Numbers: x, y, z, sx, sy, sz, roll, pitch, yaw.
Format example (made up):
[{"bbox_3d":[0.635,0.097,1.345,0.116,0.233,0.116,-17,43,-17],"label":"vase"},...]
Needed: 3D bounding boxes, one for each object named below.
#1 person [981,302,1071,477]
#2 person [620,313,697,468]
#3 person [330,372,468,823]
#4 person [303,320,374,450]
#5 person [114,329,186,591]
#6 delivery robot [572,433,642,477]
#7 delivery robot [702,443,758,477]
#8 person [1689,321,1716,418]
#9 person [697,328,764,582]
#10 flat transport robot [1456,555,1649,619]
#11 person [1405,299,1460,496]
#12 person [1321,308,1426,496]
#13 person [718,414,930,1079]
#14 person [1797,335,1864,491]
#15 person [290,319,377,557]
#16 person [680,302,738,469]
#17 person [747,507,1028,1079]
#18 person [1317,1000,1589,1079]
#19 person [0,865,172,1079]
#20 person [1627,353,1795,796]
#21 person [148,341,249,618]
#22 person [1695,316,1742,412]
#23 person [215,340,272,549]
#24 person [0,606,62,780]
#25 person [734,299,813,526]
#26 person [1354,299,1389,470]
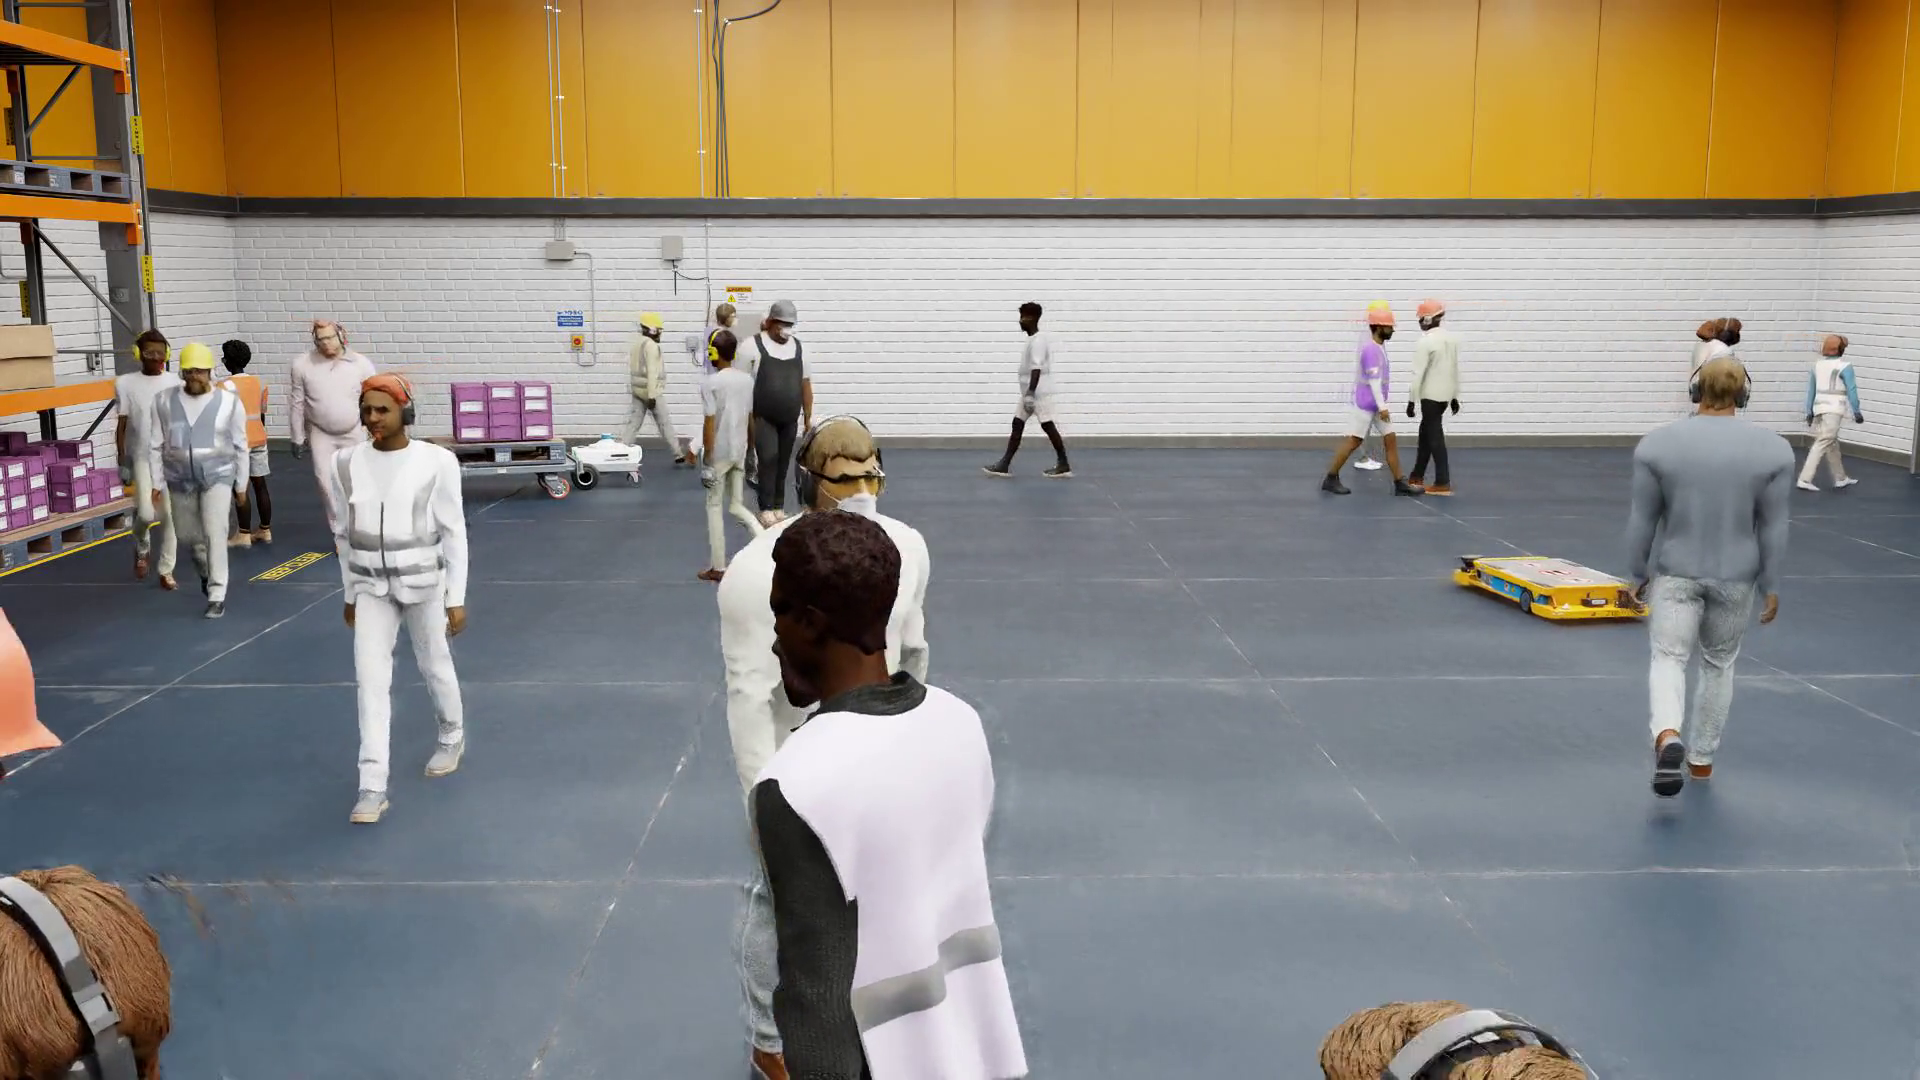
[{"bbox_3d":[0.764,-1.621,18.053,0.992,1.912,0.623,-1,9,-7],"label":"person"},{"bbox_3d":[-3.525,-1.693,18.929,0.973,1.768,0.597,-6,11,-34],"label":"person"},{"bbox_3d":[-2.380,0.198,7.139,0.591,1.839,0.970,0,9,2],"label":"person"},{"bbox_3d":[-5.343,-0.970,14.272,0.589,1.835,0.435,-5,10,-28],"label":"person"},{"bbox_3d":[-5.704,-0.571,11.807,0.494,1.851,0.498,-7,12,-37],"label":"person"},{"bbox_3d":[-3.662,-0.863,17.258,0.707,0.478,0.477,-2,9,-14],"label":"delivery robot"},{"bbox_3d":[-2.312,-0.858,17.231,0.707,0.478,0.477,0,9,-2],"label":"delivery robot"},{"bbox_3d":[9.130,-1.865,20.392,0.278,1.633,0.498,-1,9,-5],"label":"person"},{"bbox_3d":[-1.627,-0.585,11.908,0.671,1.850,0.513,8,12,39],"label":"person"},{"bbox_3d":[3.985,0.300,11.285,0.652,0.197,1.431,-1,9,-8],"label":"flat transport robot"},{"bbox_3d":[4.674,-1.443,16.811,0.640,1.956,0.871,-8,12,-42],"label":"person"},{"bbox_3d":[4.112,-1.367,16.596,1.012,1.890,0.548,5,10,28],"label":"person"},{"bbox_3d":[-0.273,0.627,4.302,0.690,1.895,0.939,-7,11,-36],"label":"person"},{"bbox_3d":[8.922,-1.292,17.000,0.834,1.595,0.518,-2,9,-10],"label":"person"},{"bbox_3d":[-4.875,-0.808,13.161,0.788,1.864,0.801,-4,10,-22],"label":"person"},{"bbox_3d":[-2.721,-1.697,18.550,0.813,1.910,0.645,-4,10,-21],"label":"person"},{"bbox_3d":[-0.216,0.889,2.739,0.839,1.880,0.643,5,10,28],"label":"person"},{"bbox_3d":[0.308,1.187,1.196,0.527,1.794,0.955,-5,11,-30],"label":"person"},{"bbox_3d":[-0.675,1.131,1.540,0.629,1.806,0.923,6,11,31],"label":"person"},{"bbox_3d":[3.179,0.165,7.106,0.634,1.915,0.787,4,10,23],"label":"person"},{"bbox_3d":[-5.019,-0.422,11.024,0.596,1.804,0.778,-2,9,-11],"label":"person"},{"bbox_3d":[7.404,-1.307,16.441,0.817,1.813,0.619,3,10,15],"label":"person"},{"bbox_3d":[-5.840,-0.778,13.538,0.318,1.697,0.535,3,10,18],"label":"person"},{"bbox_3d":[-1.242,1.004,1.952,0.566,1.910,0.400,-1,9,-9],"label":"person"},{"bbox_3d":[-1.609,-1.136,14.680,0.714,2.000,0.702,-5,11,-30],"label":"person"},{"bbox_3d":[4.683,-1.765,18.892,0.383,1.923,0.590,3,10,20],"label":"person"}]
